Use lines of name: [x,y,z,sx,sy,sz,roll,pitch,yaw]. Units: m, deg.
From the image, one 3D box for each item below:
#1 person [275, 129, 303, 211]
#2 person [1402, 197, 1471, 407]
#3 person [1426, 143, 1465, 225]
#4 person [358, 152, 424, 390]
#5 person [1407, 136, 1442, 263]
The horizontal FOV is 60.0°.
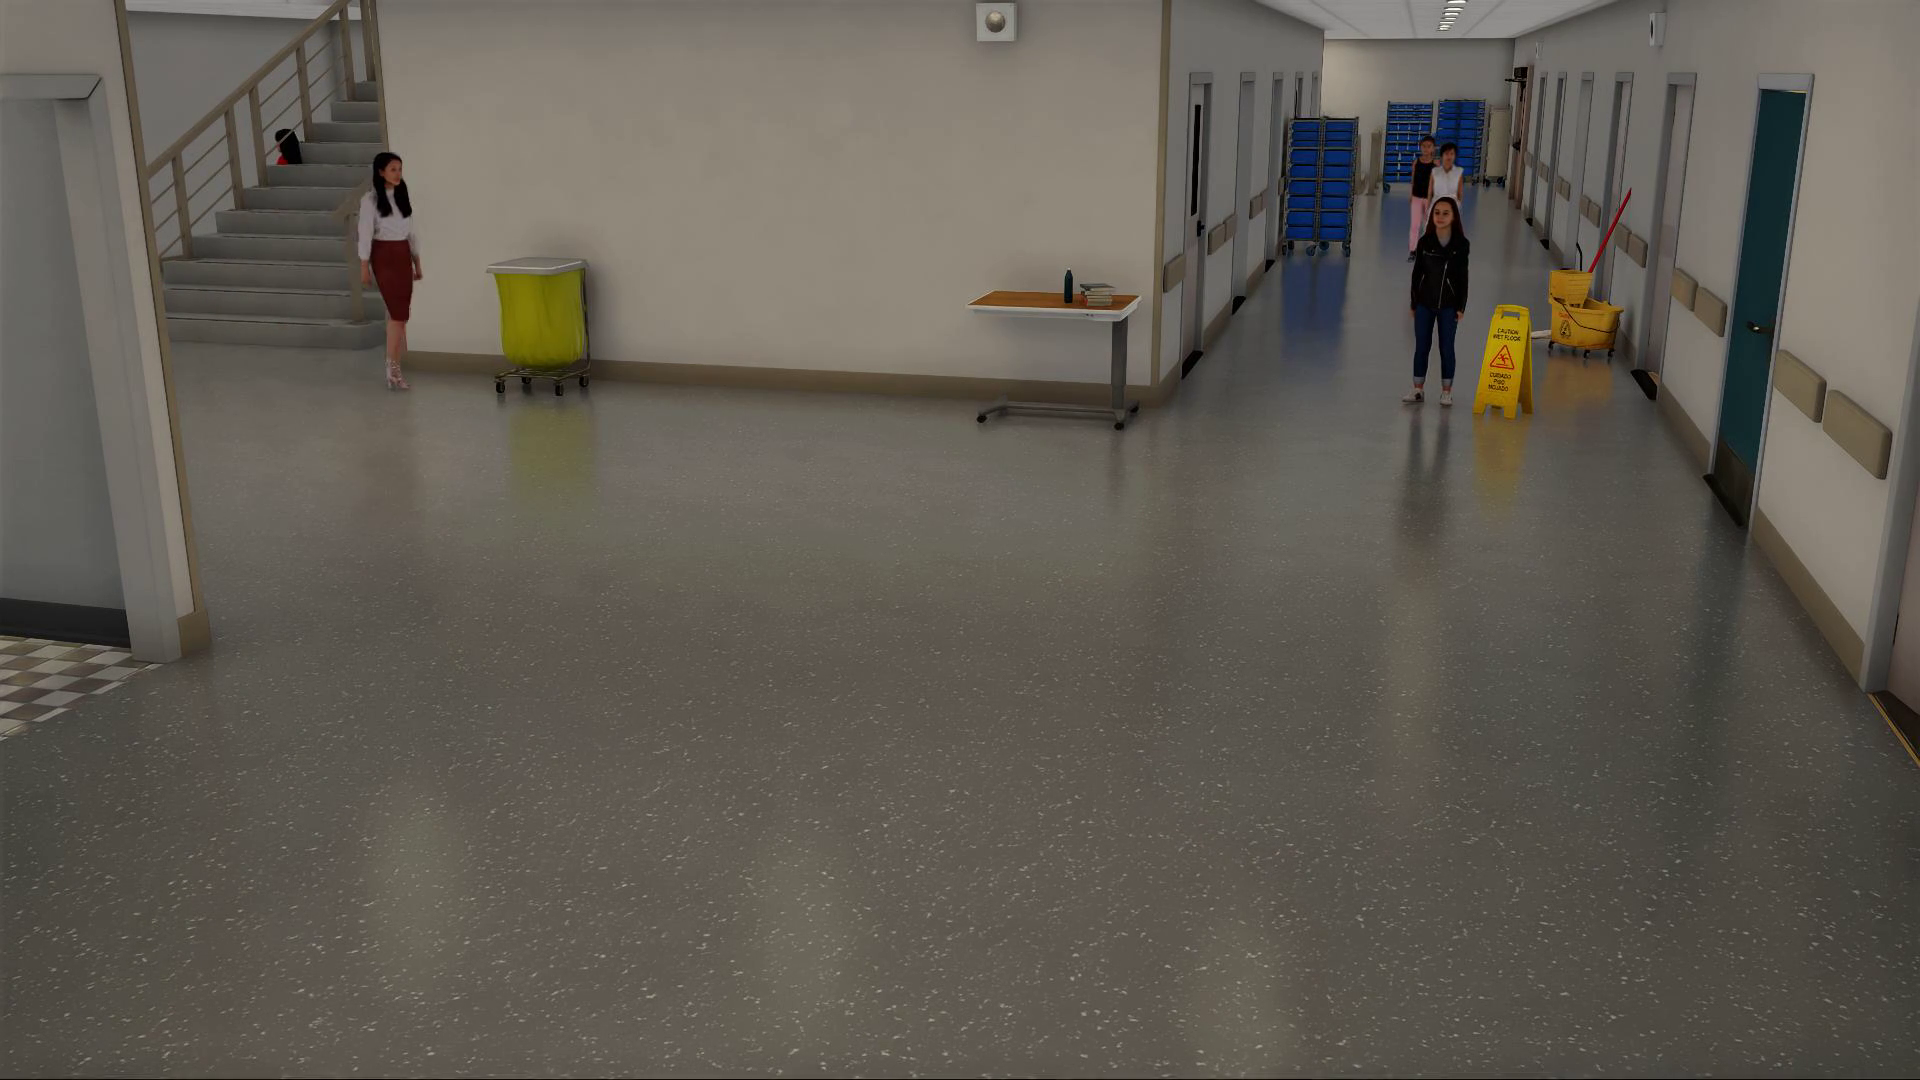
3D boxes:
person: [-6.910,-3.385,17.320,0.690,1.746,0.578,2,16,8]
person: [3.401,-1.696,11.821,0.603,1.481,0.573,9,18,30]
person: [5.475,-3.701,18.816,0.556,1.543,0.735,3,16,12]
person: [-4.270,-1.980,12.349,0.746,1.740,0.617,9,18,29]
person: [5.792,-4.222,20.676,0.668,1.536,1.070,7,17,24]
